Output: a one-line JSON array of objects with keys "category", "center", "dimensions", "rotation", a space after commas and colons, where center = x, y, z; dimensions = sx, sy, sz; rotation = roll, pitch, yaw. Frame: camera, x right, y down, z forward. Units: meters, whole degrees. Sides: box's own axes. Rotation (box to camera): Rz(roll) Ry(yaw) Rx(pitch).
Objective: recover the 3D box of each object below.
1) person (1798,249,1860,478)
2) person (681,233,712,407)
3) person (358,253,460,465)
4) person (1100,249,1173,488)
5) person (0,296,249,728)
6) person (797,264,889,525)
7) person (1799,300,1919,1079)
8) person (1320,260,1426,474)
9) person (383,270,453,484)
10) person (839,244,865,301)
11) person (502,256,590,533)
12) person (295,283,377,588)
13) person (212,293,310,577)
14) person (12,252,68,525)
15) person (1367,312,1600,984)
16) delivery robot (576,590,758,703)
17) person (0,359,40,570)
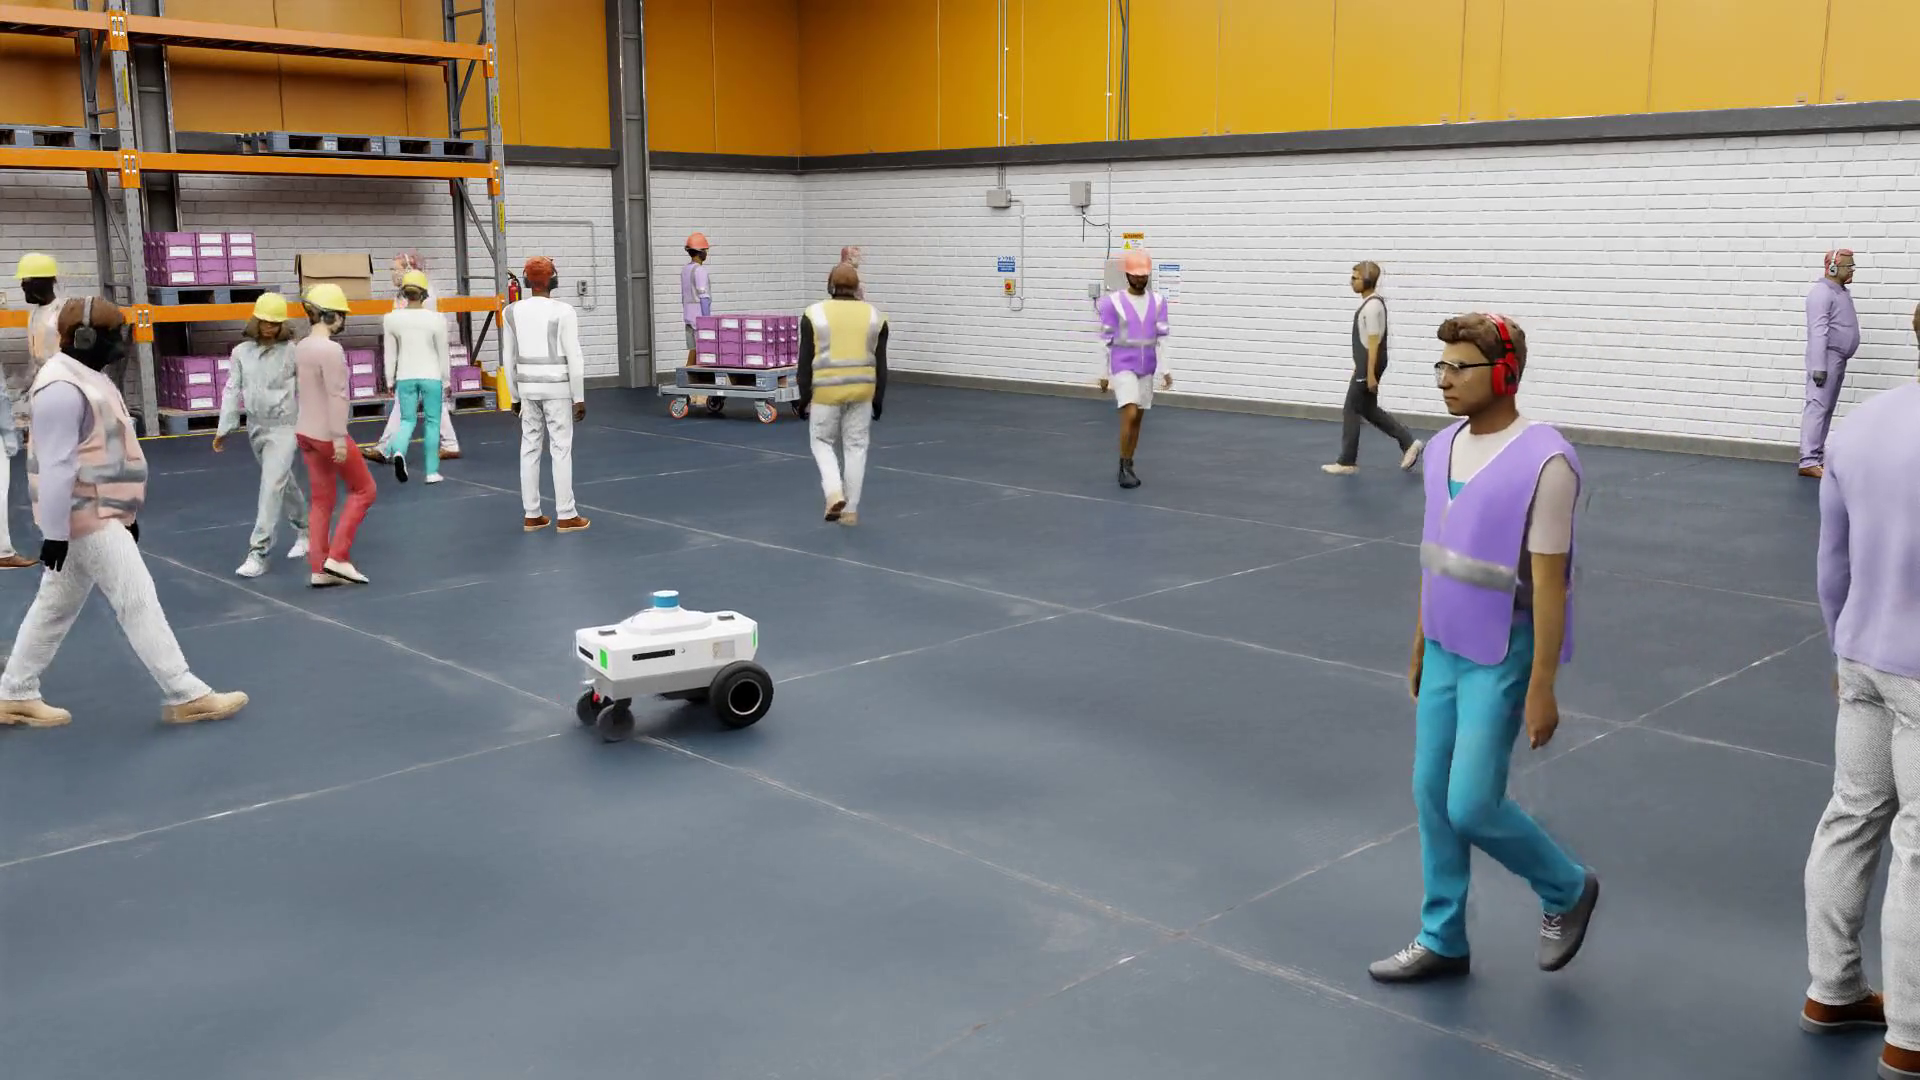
[{"category": "person", "center": [7.302, -1.475, 13.953], "dimensions": [0.409, 1.907, 0.649], "rotation": [8, 13, 39]}, {"category": "person", "center": [-3.077, -2.592, 19.661], "dimensions": [0.361, 2.048, 0.611], "rotation": [-6, 12, -31]}, {"category": "person", "center": [-4.924, -1.593, 14.718], "dimensions": [0.985, 1.853, 0.677], "rotation": [-6, 12, -32]}, {"category": "person", "center": [1.431, -1.361, 13.335], "dimensions": [0.538, 1.909, 0.645], "rotation": [-4, 11, -20]}, {"category": "person", "center": [-3.549, -0.101, 6.819], "dimensions": [0.987, 1.784, 0.633], "rotation": [-4, 11, -20]}, {"category": "person", "center": [-0.822, -1.001, 11.587], "dimensions": [0.648, 1.827, 0.439], "rotation": [-3, 11, -18]}, {"category": "person", "center": [2.320, 0.332, 4.012], "dimensions": [0.372, 1.941, 0.627], "rotation": [-2, 11, -10]}, {"category": "person", "center": [3.522, -1.443, 14.035], "dimensions": [0.791, 1.820, 0.522], "rotation": [3, 11, 17]}, {"category": "person", "center": [-4.374, -1.292, 13.387], "dimensions": [0.528, 1.751, 0.587], "rotation": [0, 10, 0]}, {"category": "person", "center": [-1.385, -2.739, 20.850], "dimensions": [0.400, 1.907, 0.649], "rotation": [-2, 11, -13]}, {"category": "person", "center": [-2.819, -0.986, 11.349], "dimensions": [0.583, 1.884, 0.350], "rotation": [3, 11, 16]}, {"category": "person", "center": [-3.620, -0.591, 9.557], "dimensions": [0.537, 1.744, 0.426], "rotation": [10, 14, 43]}, {"category": "person", "center": [-4.175, -0.661, 10.135], "dimensions": [0.503, 1.684, 0.948], "rotation": [2, 11, 13]}, {"category": "person", "center": [-6.262, -1.063, 11.724], "dimensions": [0.599, 1.909, 0.636], "rotation": [9, 14, 39]}, {"category": "person", "center": [1.418, 0.312, 4.421], "dimensions": [0.533, 1.826, 0.587], "rotation": [-3, 11, -17]}, {"category": "delivery robot", "center": [-1.208, 0.453, 6.873], "dimensions": [0.707, 0.478, 0.477], "rotation": [-6, 12, -30]}, {"category": "person", "center": [-5.916, -0.633, 10.105], "dimensions": [0.499, 1.633, 0.286], "rotation": [6, 12, 28]}]
